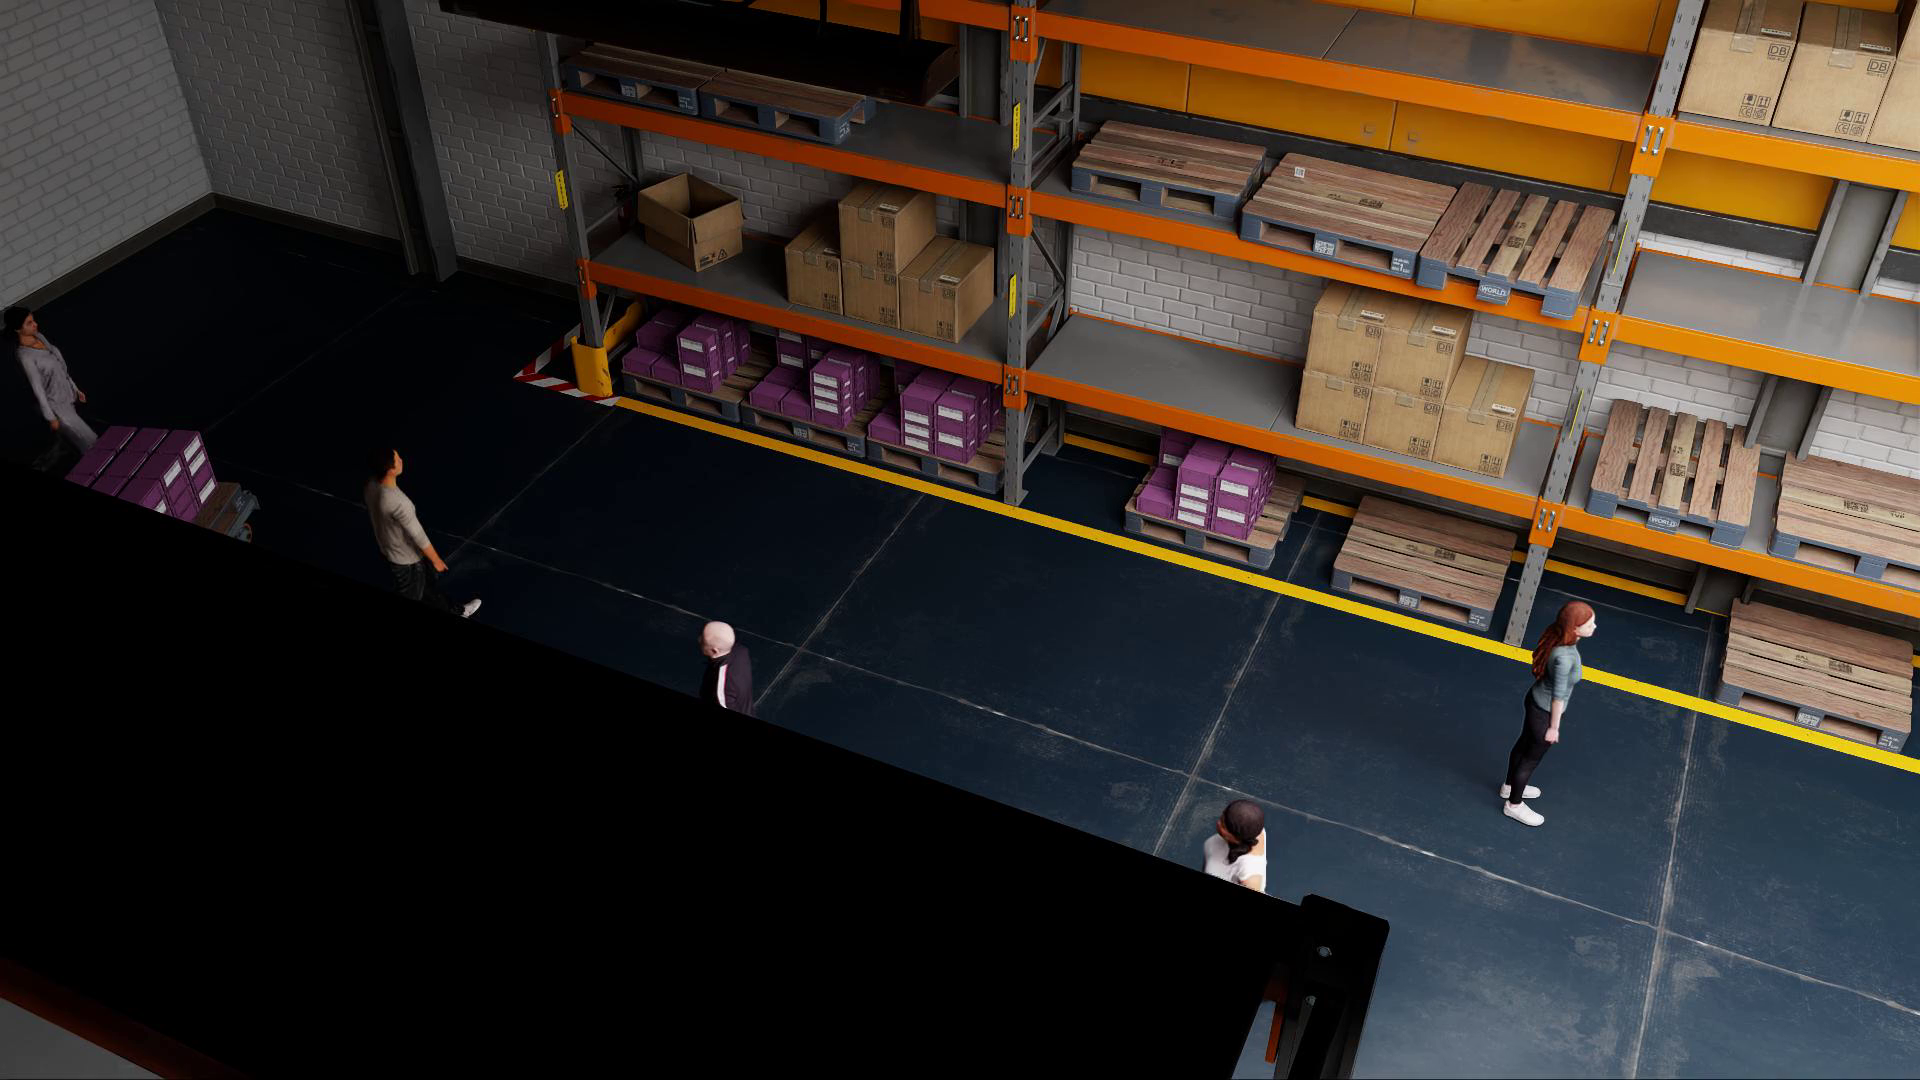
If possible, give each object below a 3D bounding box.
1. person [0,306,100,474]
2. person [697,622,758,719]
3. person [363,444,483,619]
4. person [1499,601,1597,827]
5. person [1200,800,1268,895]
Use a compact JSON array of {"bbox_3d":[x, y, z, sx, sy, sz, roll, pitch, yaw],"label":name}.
[{"bbox_3d":[-7.160,-1.056,13.047,1.096,1.747,0.985,-9,39,-11],"label":"person"},{"bbox_3d":[-1.376,1.206,10.143,0.727,1.836,0.766,1,39,1],"label":"person"},{"bbox_3d":[-3.926,0.150,11.509,0.971,1.781,1.040,-30,47,-32],"label":"person"},{"bbox_3d":[3.665,1.058,10.404,0.600,1.743,0.633,8,39,10],"label":"person"},{"bbox_3d":[1.566,2.032,9.252,1.147,1.657,0.836,7,39,8],"label":"person"}]
